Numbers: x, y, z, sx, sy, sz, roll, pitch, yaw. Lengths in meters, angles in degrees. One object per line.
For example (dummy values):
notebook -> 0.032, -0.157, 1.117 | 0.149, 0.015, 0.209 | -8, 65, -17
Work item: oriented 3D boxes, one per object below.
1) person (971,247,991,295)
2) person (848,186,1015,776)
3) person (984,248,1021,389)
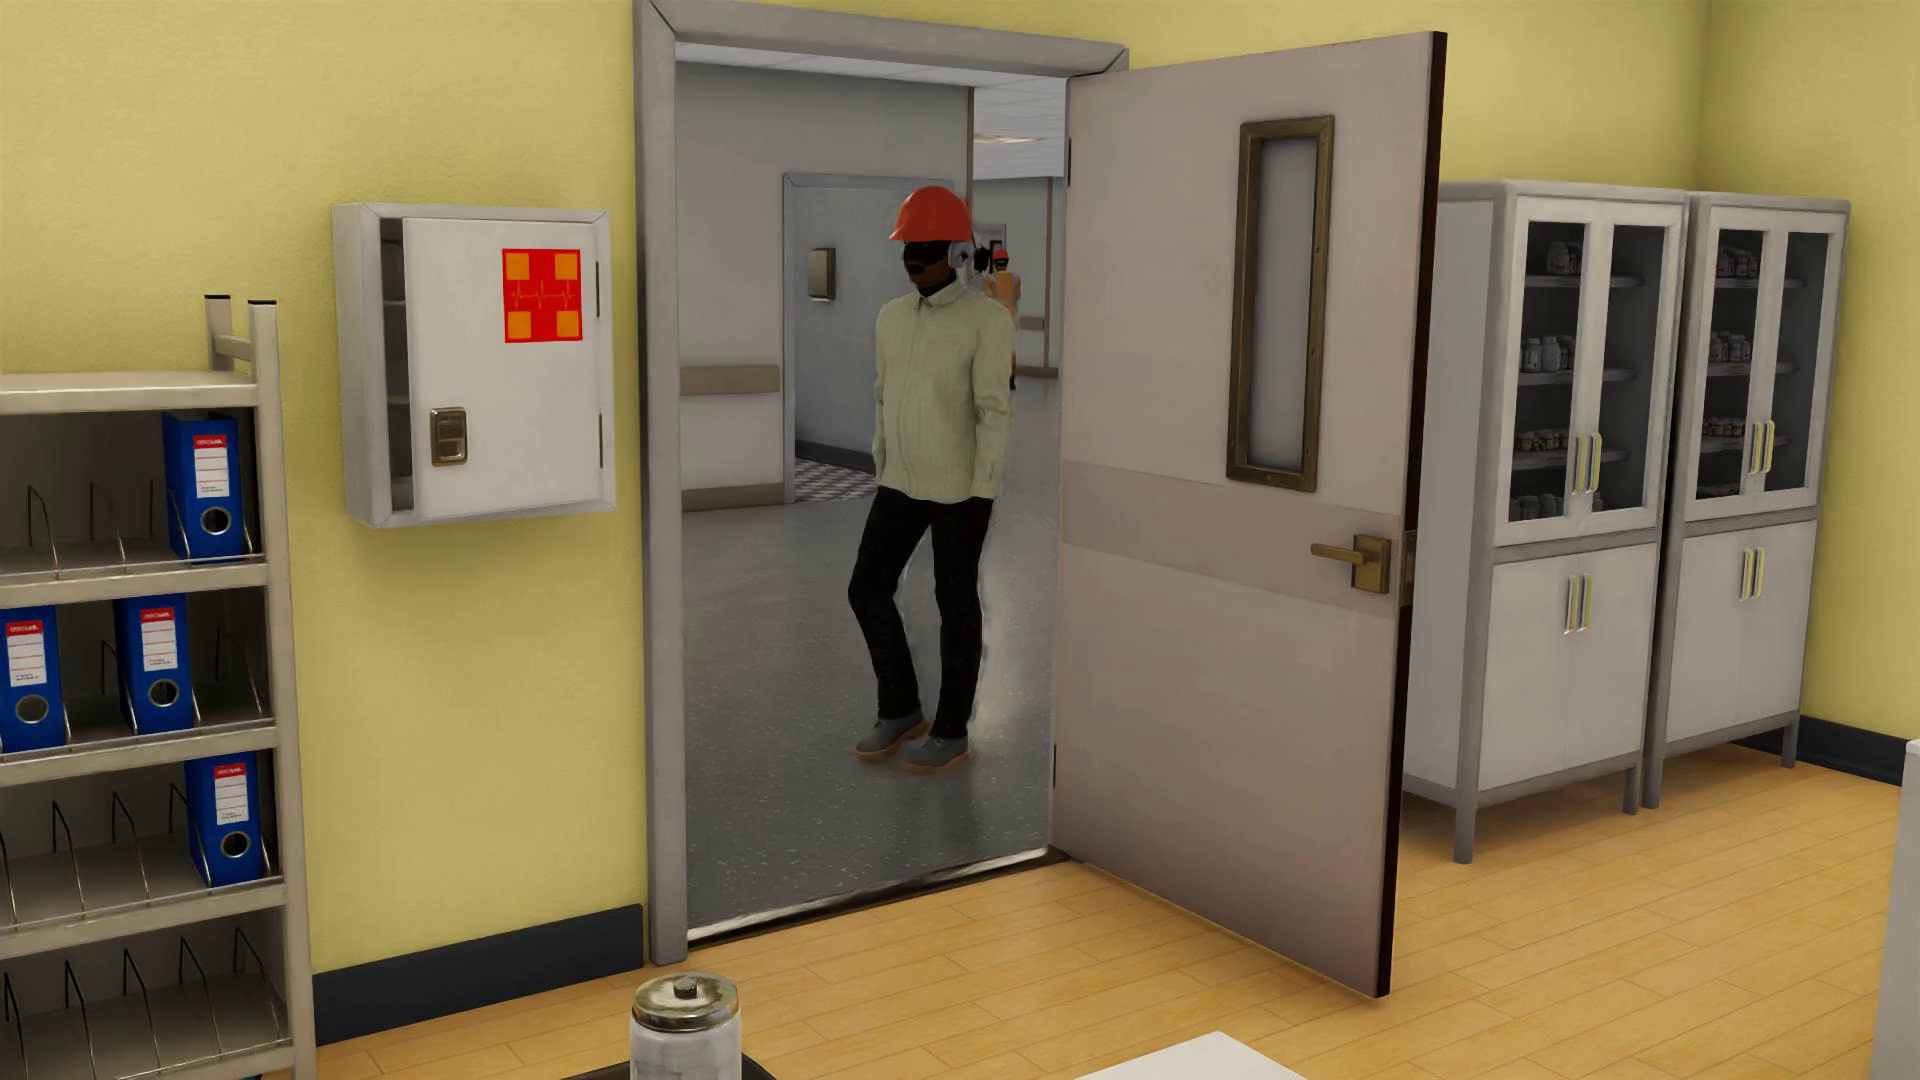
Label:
person -> 0.239, -3.136, 23.393 | 0.389, 1.953, 0.612 | -1, 10, -12
person -> -0.115, -0.177, 5.577 | 0.632, 1.980, 0.505 | 8, 12, 37
person -> 0.560, -3.023, 22.814 | 0.543, 1.927, 0.384 | -3, 10, -20
